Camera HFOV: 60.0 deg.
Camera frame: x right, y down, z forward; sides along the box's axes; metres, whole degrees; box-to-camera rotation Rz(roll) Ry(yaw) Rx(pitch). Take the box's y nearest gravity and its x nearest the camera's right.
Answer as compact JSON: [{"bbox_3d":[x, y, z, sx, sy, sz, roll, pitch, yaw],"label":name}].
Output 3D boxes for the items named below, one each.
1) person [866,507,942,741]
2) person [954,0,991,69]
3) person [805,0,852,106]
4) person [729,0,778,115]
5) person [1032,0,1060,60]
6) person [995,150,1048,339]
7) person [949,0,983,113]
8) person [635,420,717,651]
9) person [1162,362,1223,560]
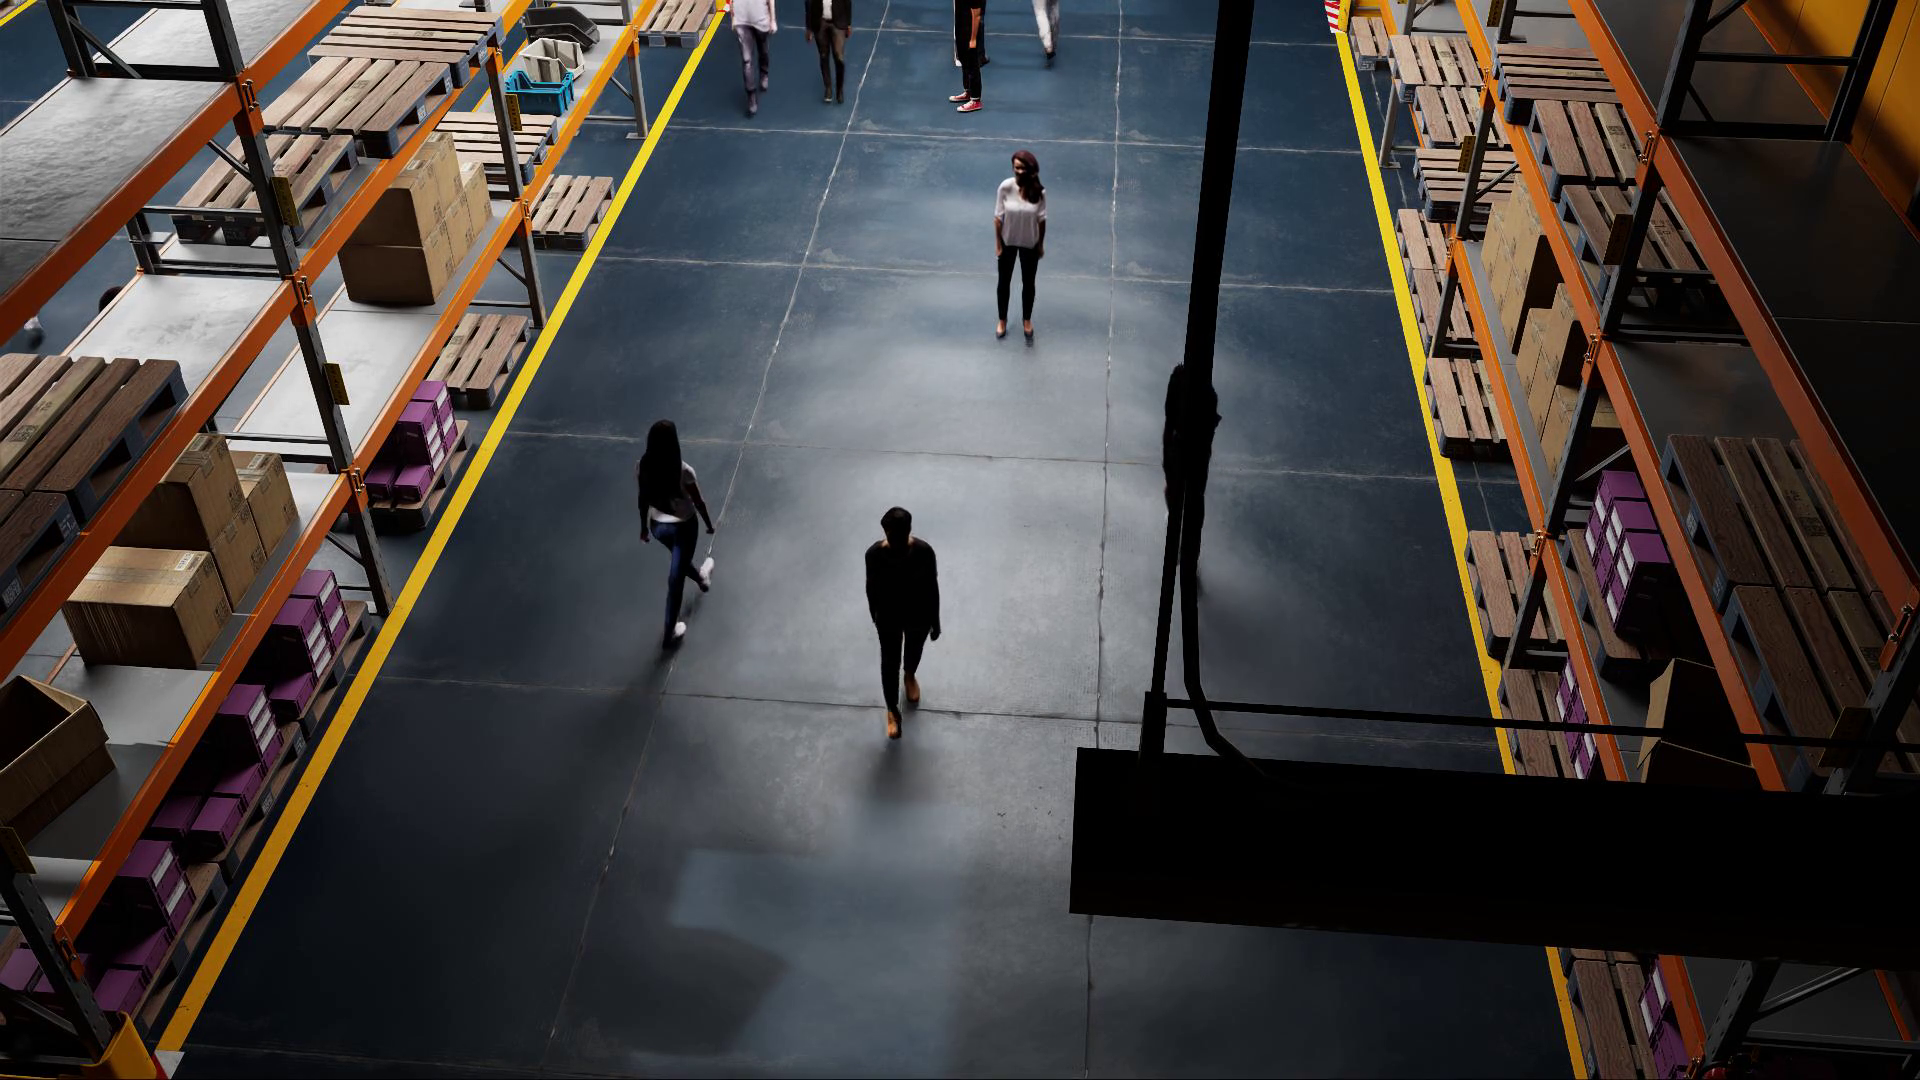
[{"bbox_3d":[-0.372,0.413,10.955,0.752,1.688,0.975,-6,39,-7],"label":"person"},{"bbox_3d":[0.112,-6.475,19.411,0.695,1.898,0.607,7,39,8],"label":"person"},{"bbox_3d":[-1.476,-5.811,18.671,0.696,1.785,0.680,1,39,1],"label":"person"},{"bbox_3d":[-2.311,-5.828,18.685,0.836,1.793,1.270,-3,39,-4],"label":"person"},{"bbox_3d":[1.021,-6.584,19.585,0.953,1.852,1.182,-10,40,-12],"label":"person"},{"bbox_3d":[0.522,-2.603,14.646,0.615,1.794,0.534,1,39,1],"label":"person"},{"bbox_3d":[0.093,-5.662,18.507,0.762,1.757,0.613,-11,40,-14],"label":"person"},{"bbox_3d":[-2.004,0.005,11.437,0.819,1.725,1.168,13,40,15],"label":"person"},{"bbox_3d":[1.693,-0.559,12.242,0.618,1.601,0.985,-1,39,-2],"label":"person"}]
